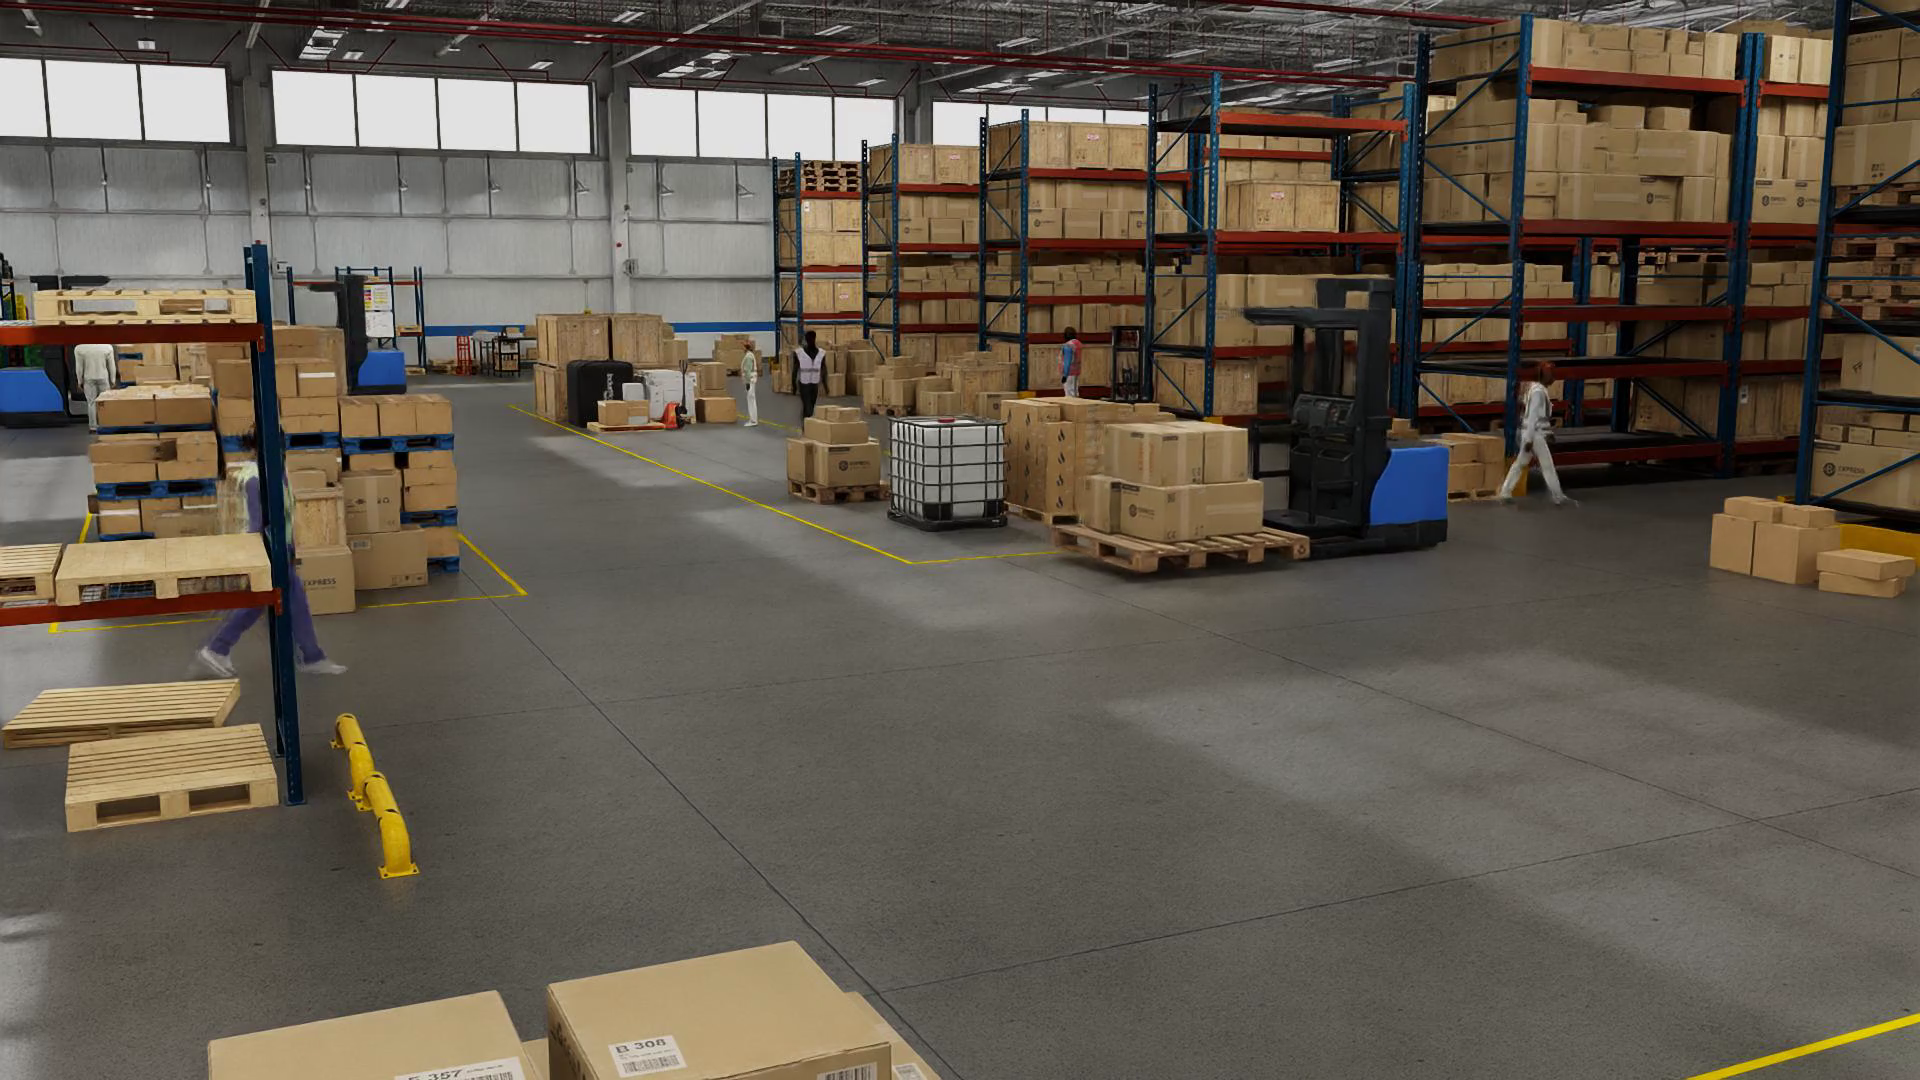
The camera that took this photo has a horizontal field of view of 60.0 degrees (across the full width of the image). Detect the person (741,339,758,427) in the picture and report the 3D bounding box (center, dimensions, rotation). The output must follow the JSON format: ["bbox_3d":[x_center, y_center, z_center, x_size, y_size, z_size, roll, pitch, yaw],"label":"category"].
[{"bbox_3d":[-3.955,-2.945,31.224,0.312,1.632,0.514,-1,9,-4],"label":"person"}]

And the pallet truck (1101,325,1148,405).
[{"bbox_3d":[2.881,-2.596,27.923,0.823,1.965,1.885,-1,9,-7],"label":"pallet truck"}]

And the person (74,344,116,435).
[{"bbox_3d":[-15.369,-2.836,29.597,0.635,1.937,0.353,-6,11,-32],"label":"person"}]

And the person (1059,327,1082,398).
[{"bbox_3d":[2.118,-3.196,32.134,0.429,1.844,0.623,4,10,24],"label":"person"}]

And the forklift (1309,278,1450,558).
[{"bbox_3d":[4.079,-1.322,17.291,1.873,2.768,1.129,-4,10,-25],"label":"forklift"}]

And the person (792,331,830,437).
[{"bbox_3d":[-2.564,-2.667,28.748,0.599,1.874,0.858,-6,11,-33],"label":"person"}]

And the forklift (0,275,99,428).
[{"bbox_3d":[-17.011,-3.559,31.168,1.873,2.768,1.129,-4,10,-25],"label":"forklift"}]

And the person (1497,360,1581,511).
[{"bbox_3d":[7.042,-1.267,20.218,0.984,1.831,0.697,3,10,17],"label":"person"}]

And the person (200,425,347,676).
[{"bbox_3d":[-4.949,0.071,11.827,0.944,1.859,0.629,-2,9,-9],"label":"person"}]

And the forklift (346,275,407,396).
[{"bbox_3d":[-13.778,-4.679,38.115,1.873,2.768,1.129,-4,10,-25],"label":"forklift"}]
